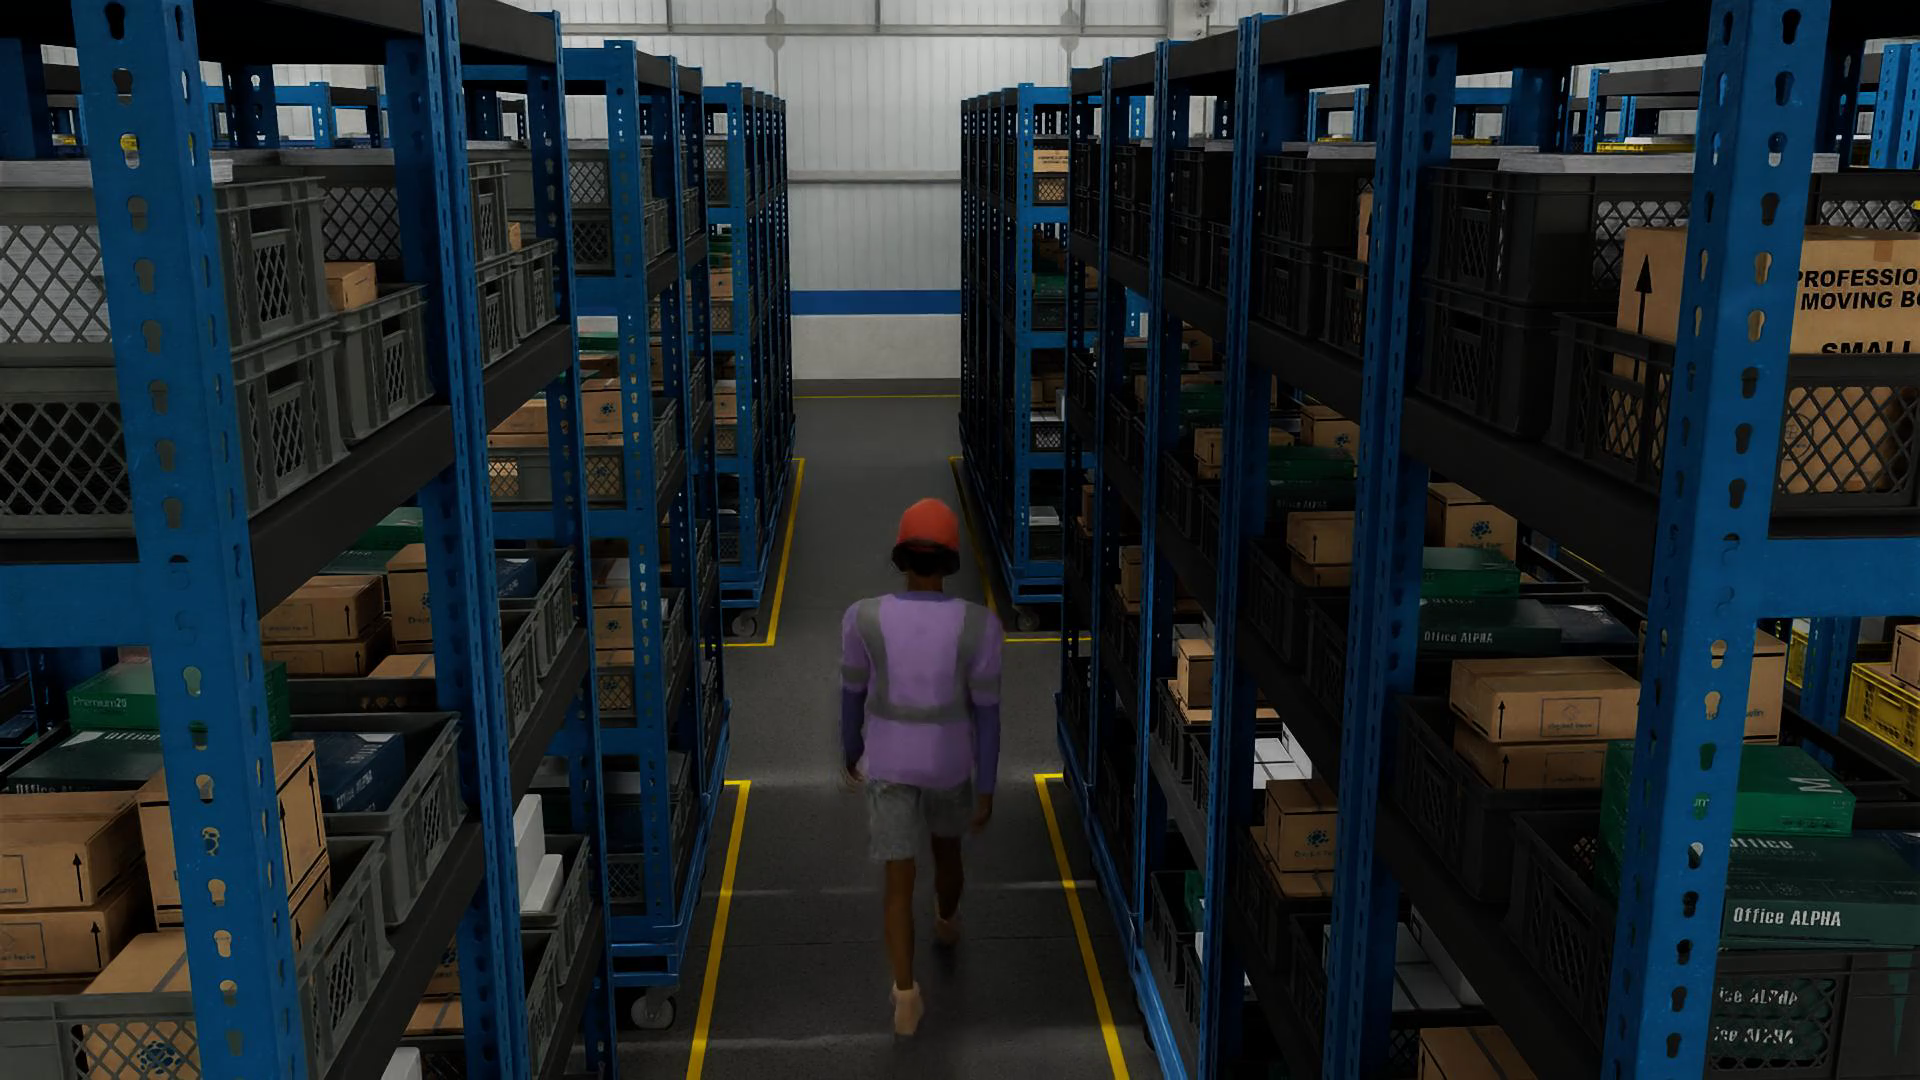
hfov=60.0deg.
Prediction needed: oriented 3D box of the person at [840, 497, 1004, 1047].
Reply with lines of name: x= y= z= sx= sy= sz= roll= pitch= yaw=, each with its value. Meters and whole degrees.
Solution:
person: x=-0.146 y=0.813 z=6.360 sx=0.612 sy=1.985 sz=1.048 roll=0 pitch=14 yaw=-1
